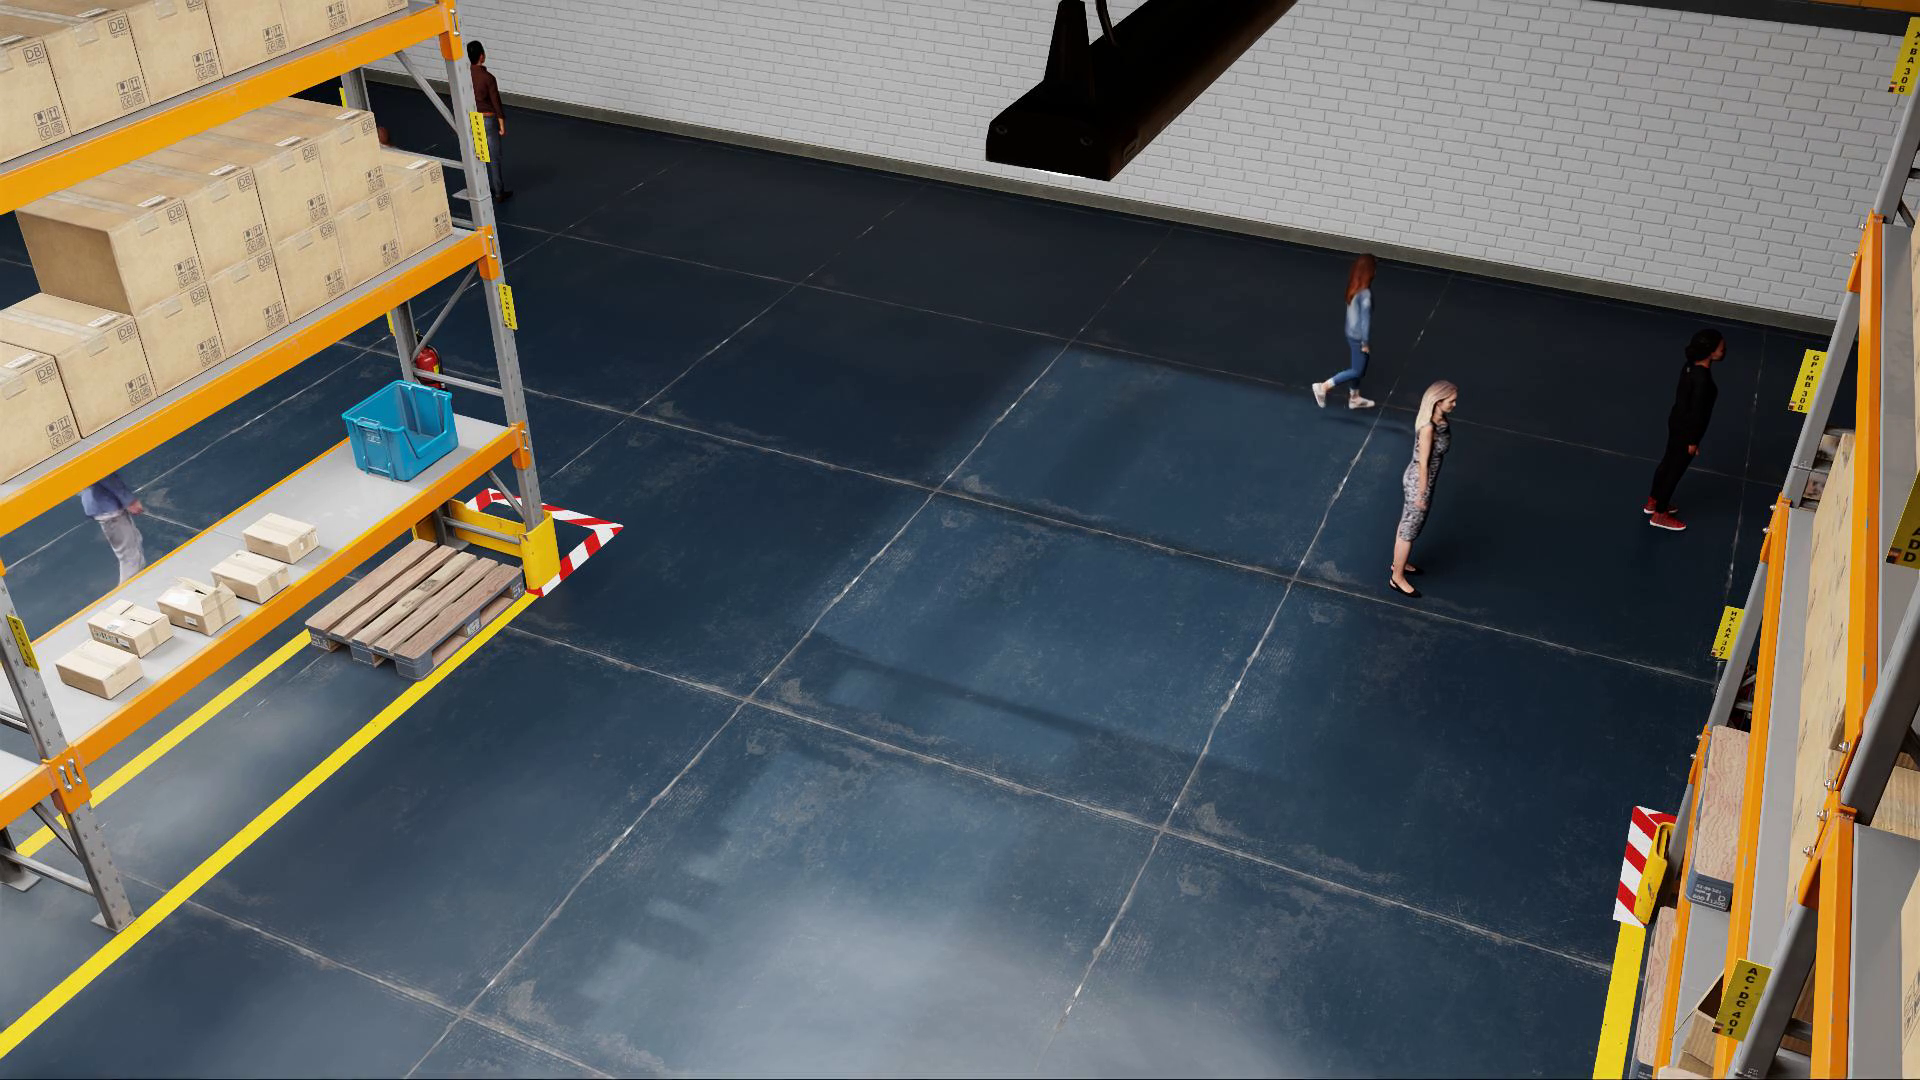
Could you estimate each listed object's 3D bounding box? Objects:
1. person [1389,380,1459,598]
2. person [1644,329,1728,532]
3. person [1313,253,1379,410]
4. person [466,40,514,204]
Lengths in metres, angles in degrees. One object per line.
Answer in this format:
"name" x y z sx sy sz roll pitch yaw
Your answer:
"person" 3.342 -0.408 12.106 0.635 1.701 0.448 13 36 18
"person" 5.594 -0.867 12.821 0.720 1.675 0.571 4 34 6
"person" 3.382 -1.762 14.356 0.844 1.465 0.860 -2 34 -2
"person" -5.264 -4.619 18.373 0.643 1.778 0.529 12 35 17
